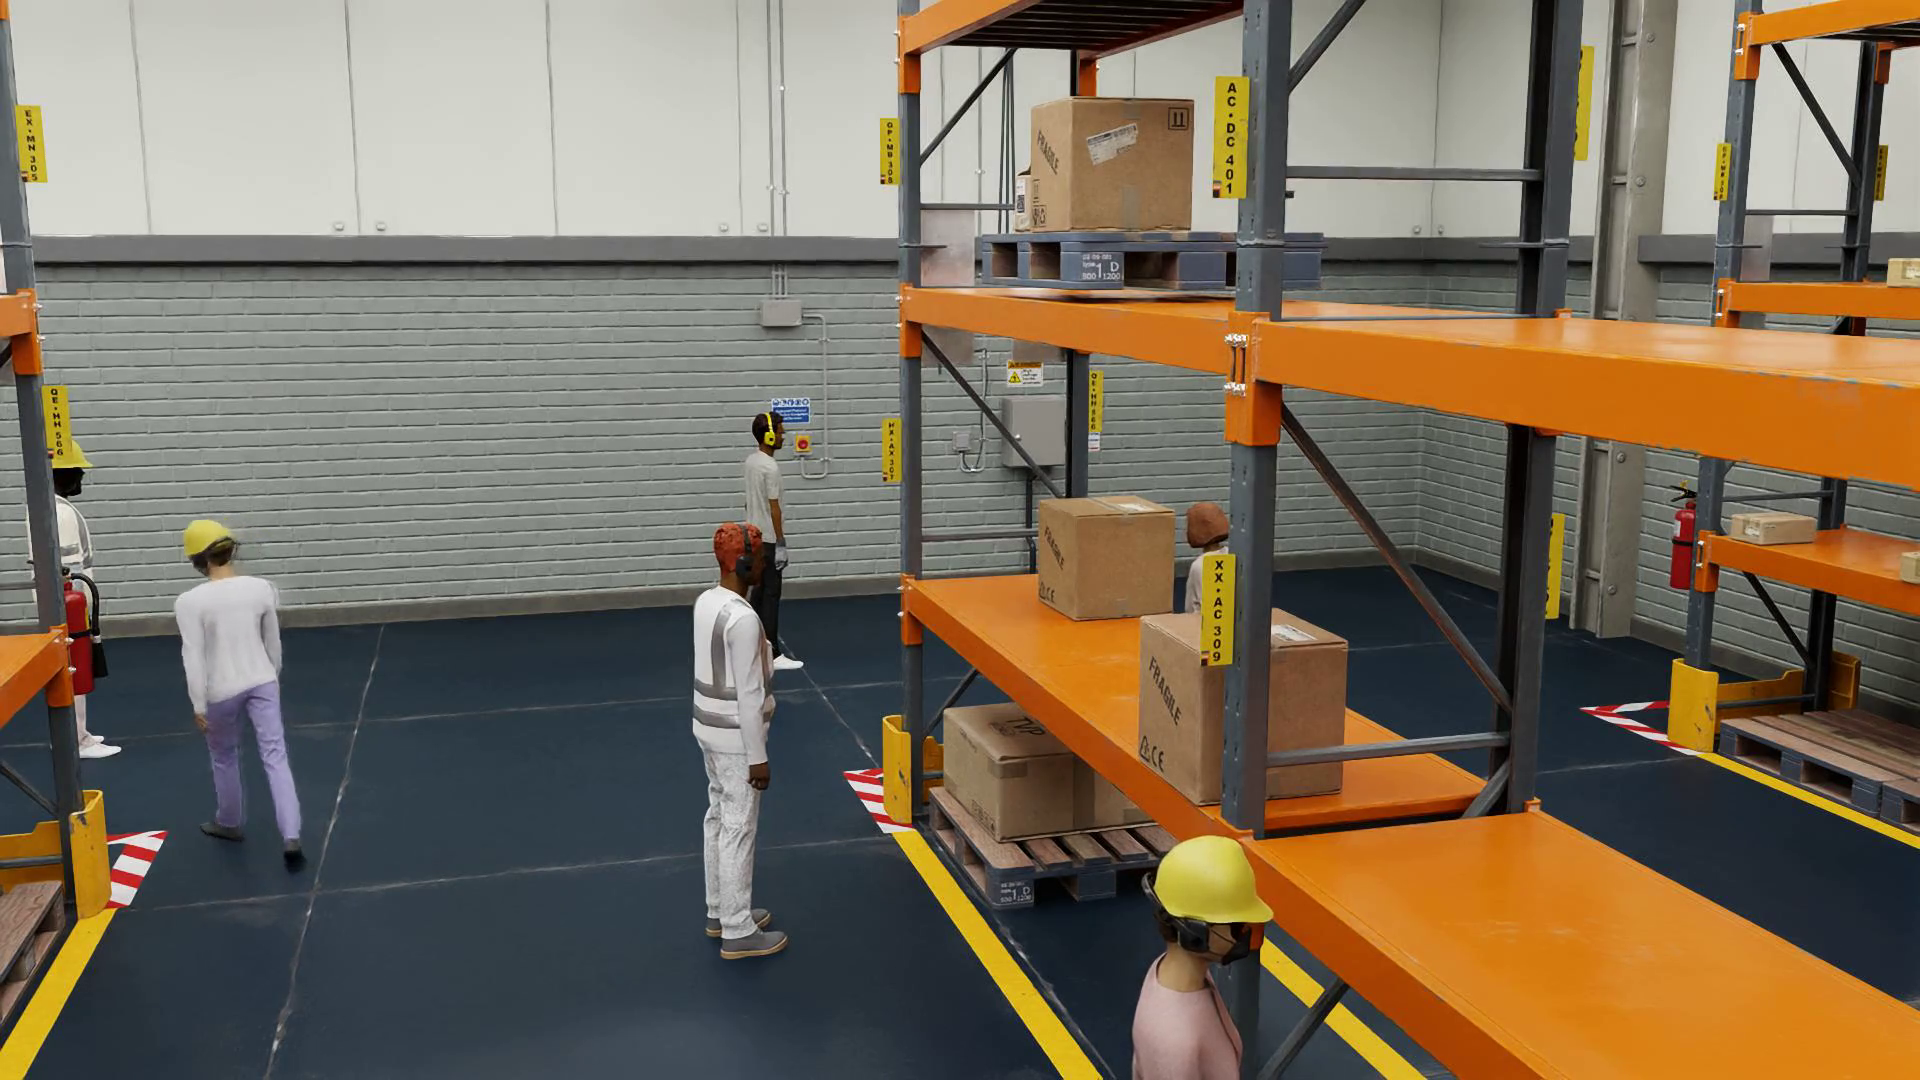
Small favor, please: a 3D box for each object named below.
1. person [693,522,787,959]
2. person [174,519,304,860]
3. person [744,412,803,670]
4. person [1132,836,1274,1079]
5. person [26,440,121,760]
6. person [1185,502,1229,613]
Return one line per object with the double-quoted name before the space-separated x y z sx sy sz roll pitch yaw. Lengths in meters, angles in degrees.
"person" -0.965 0.855 7.171 0.359 1.880 0.575 -5 11 -25
"person" -3.580 0.750 8.271 0.916 1.708 0.547 9 13 41
"person" -1.375 0.006 12.025 0.326 1.871 0.520 -6 12 -30
"person" 0.516 1.513 3.766 0.336 1.757 0.518 2 10 13
"person" -5.306 0.347 9.915 0.371 1.925 0.595 -9 13 -41
"person" 1.390 0.591 9.361 0.289 1.630 0.497 5 11 27
